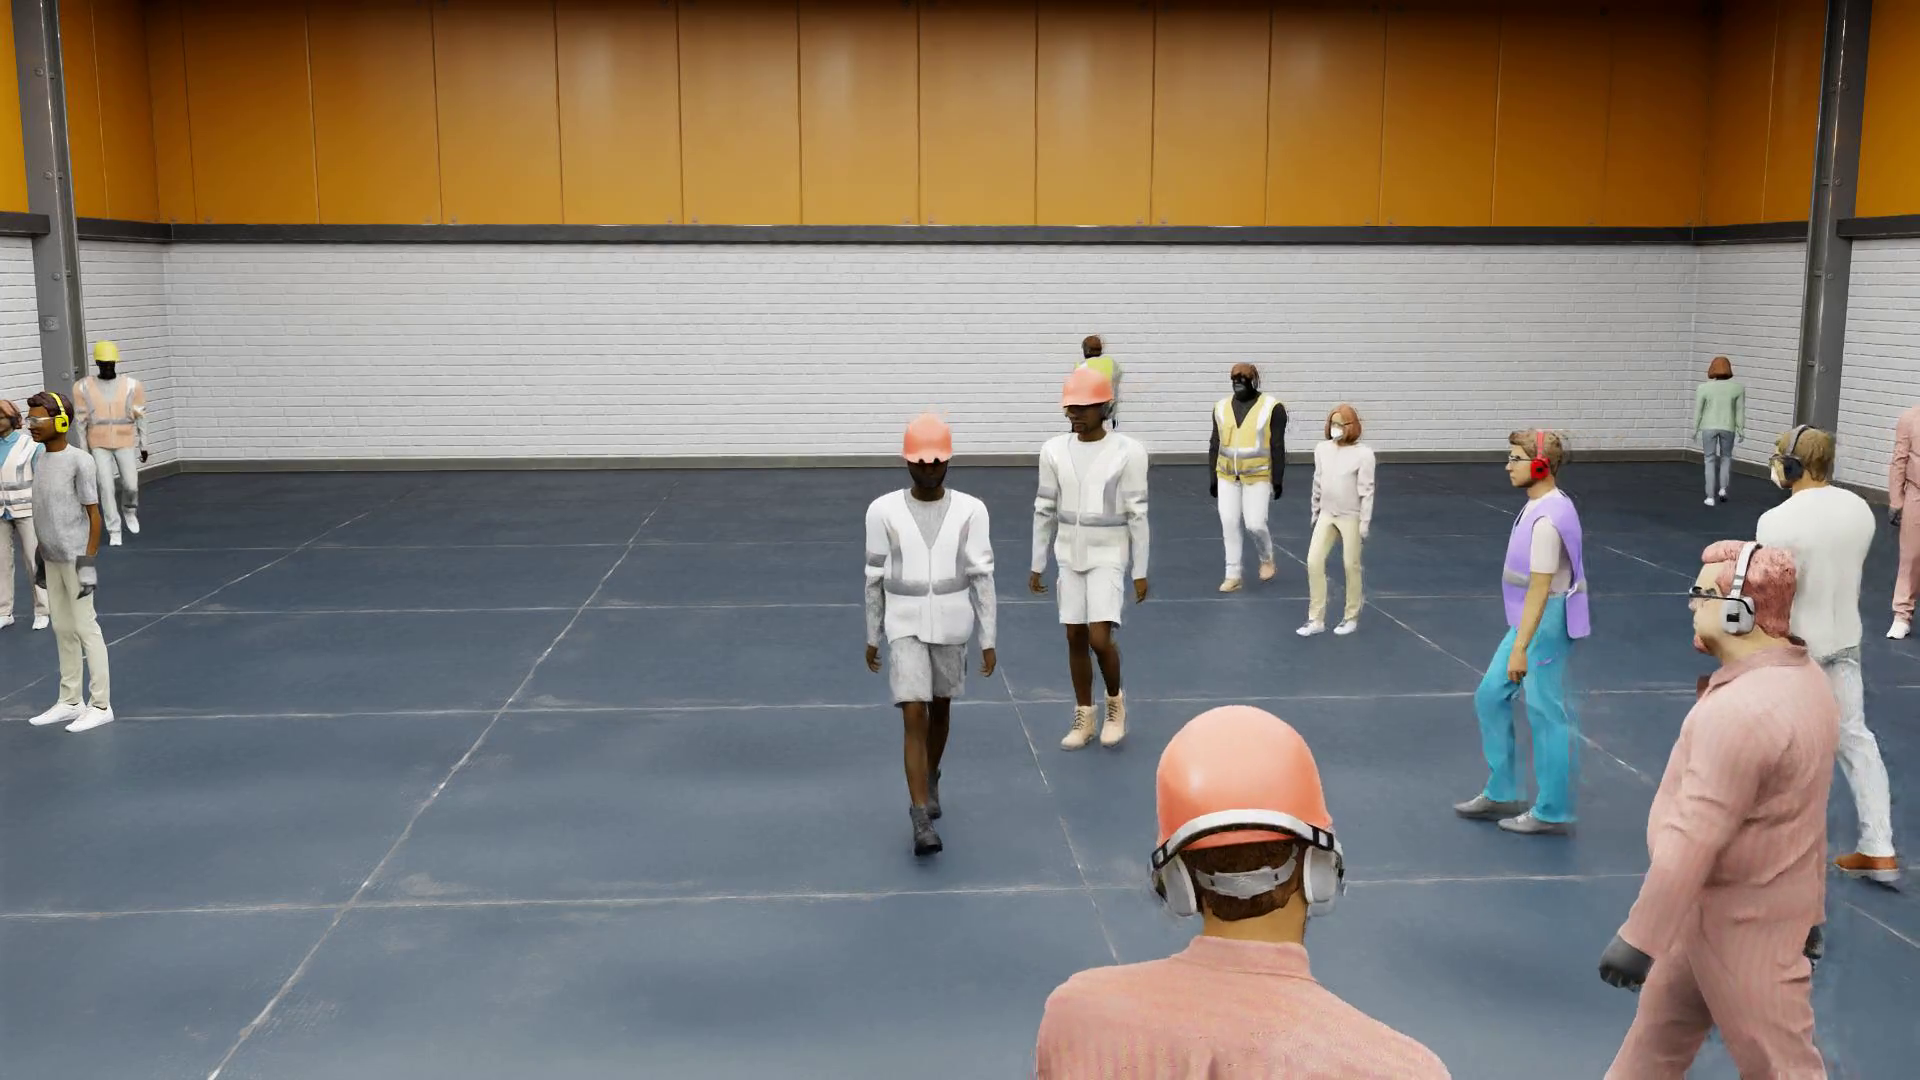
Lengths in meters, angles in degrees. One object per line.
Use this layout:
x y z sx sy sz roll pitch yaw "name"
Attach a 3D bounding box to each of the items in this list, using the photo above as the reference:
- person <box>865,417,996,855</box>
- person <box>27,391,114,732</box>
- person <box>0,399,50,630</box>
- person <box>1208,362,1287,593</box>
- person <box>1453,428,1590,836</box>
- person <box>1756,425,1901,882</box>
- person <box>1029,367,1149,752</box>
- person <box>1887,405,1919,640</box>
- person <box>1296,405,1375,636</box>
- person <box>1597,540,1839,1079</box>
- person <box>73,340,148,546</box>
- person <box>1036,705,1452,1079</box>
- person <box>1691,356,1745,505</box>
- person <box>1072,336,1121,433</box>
-0.123 0.400 7.333 0.567 1.881 0.978 -1 9 -7 "person"
-4.930 0.118 9.150 0.518 1.874 0.327 5 10 29 "person"
-6.657 -0.173 11.697 0.517 1.639 0.314 -1 9 -5 "person"
2.273 -0.502 13.186 0.643 1.823 0.540 6 11 33 "person"
2.456 0.415 7.399 0.642 1.826 0.596 2 9 14 "person"
3.588 0.455 7.045 0.641 1.887 1.064 -3 10 -18 "person"
0.661 0.114 8.677 0.626 2.027 0.430 6 11 33 "person"
6.670 -0.246 11.313 0.643 1.912 0.410 5 10 29 "person"
2.574 -0.121 11.433 0.652 1.604 0.536 -9 12 -43 "person"
1.881 0.925 4.147 1.010 1.853 0.646 6 11 33 "person"
-7.880 -0.908 15.459 0.593 1.910 0.540 -5 10 -28 "person"
0.358 1.194 2.201 0.631 1.924 1.006 6 11 32 "person"
8.255 -1.188 18.126 0.529 1.614 0.440 2 9 14 "person"
1.530 -1.368 18.748 0.646 1.835 0.705 -4 10 -26 "person"
